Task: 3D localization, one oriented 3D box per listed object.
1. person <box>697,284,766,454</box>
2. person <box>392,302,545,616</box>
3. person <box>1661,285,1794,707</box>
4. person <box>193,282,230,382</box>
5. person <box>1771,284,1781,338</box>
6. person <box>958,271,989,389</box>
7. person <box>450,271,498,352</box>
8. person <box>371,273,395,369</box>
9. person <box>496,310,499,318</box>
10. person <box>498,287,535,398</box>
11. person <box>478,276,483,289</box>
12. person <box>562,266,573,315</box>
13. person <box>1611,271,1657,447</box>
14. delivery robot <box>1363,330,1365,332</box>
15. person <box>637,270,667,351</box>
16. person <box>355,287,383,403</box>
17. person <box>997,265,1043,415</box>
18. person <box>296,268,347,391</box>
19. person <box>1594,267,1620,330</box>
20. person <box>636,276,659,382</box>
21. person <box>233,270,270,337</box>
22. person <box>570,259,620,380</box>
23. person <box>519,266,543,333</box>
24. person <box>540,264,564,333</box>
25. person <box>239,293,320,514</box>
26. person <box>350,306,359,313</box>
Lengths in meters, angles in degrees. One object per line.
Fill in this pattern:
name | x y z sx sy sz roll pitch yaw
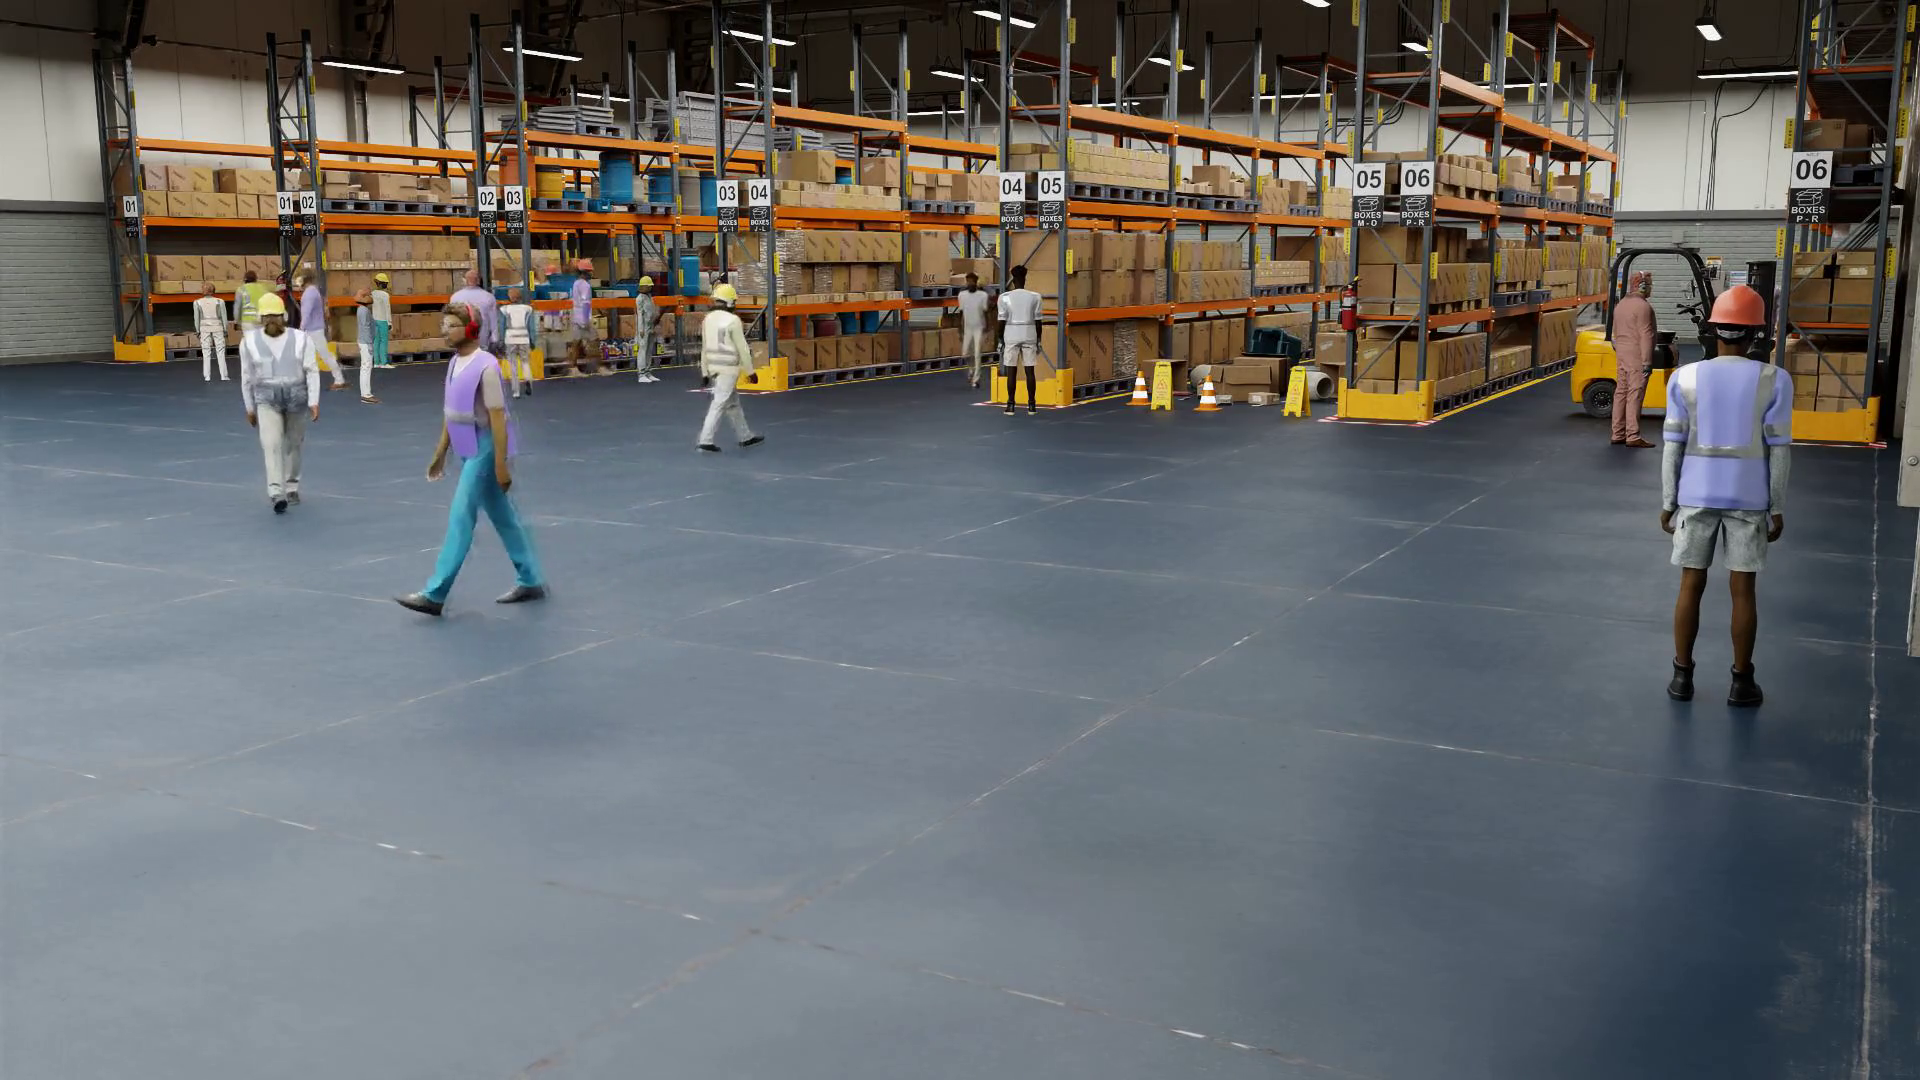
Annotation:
person | -2.442 -1.800 17.557 0.946 1.785 0.593 -8 12 -38
person | -2.878 -0.474 9.695 0.971 1.800 0.564 -6 11 -32
person | 3.529 -0.197 7.690 0.543 1.939 0.360 6 11 30
person | -12.389 -3.439 27.545 0.510 1.640 0.308 -3 10 -16
person | 13.899 -3.789 28.791 0.580 1.919 0.397 4 11 24
person | 0.213 -3.293 26.118 0.519 1.845 0.478 2 10 14
person | -6.945 -2.893 23.707 0.650 1.857 0.981 -5 11 -27
person | -10.650 -4.031 30.671 0.518 1.757 0.338 7 12 35
person | -10.549 -5.373 38.503 0.525 1.769 0.316 5 11 28
person | -6.462 -2.880 24.291 0.532 1.623 0.458 -5 11 -27
person | -8.951 -4.055 30.984 0.540 1.696 0.317 6 12 32
person | -9.956 -6.028 42.158 0.616 1.837 0.974 3 10 17
person | 7.376 -1.965 18.135 0.407 1.908 0.641 -1 10 -7
delivery robot | 8.944 -4.667 37.633 0.707 0.478 0.477 0 10 -1
person | -6.307 -4.581 33.827 0.629 1.792 0.988 5 11 25
person | -8.415 -2.768 23.626 0.282 1.636 0.500 -5 11 -26
person | 0.782 -2.608 21.749 0.603 1.959 0.379 -1 10 -5
person | -9.908 -3.196 25.414 1.014 1.889 0.641 -4 11 -23
person | 13.924 -4.916 35.602 0.685 1.836 0.656 -6 11 -30
person | -5.165 -3.481 27.491 0.301 1.743 0.493 2 10 14
person | -12.752 -3.934 29.949 0.470 1.810 0.693 9 13 41
person | -6.202 -3.714 28.064 0.924 2.009 0.636 -6 11 -32
person | -8.710 -4.628 33.838 0.602 1.868 0.453 5 11 27
person | -7.958 -4.424 32.523 0.535 1.910 0.490 0 10 2
person | -5.537 -1.118 13.589 0.586 1.771 0.971 -5 11 -25
person | -11.964 -4.463 33.095 0.532 1.798 0.967 5 11 26
